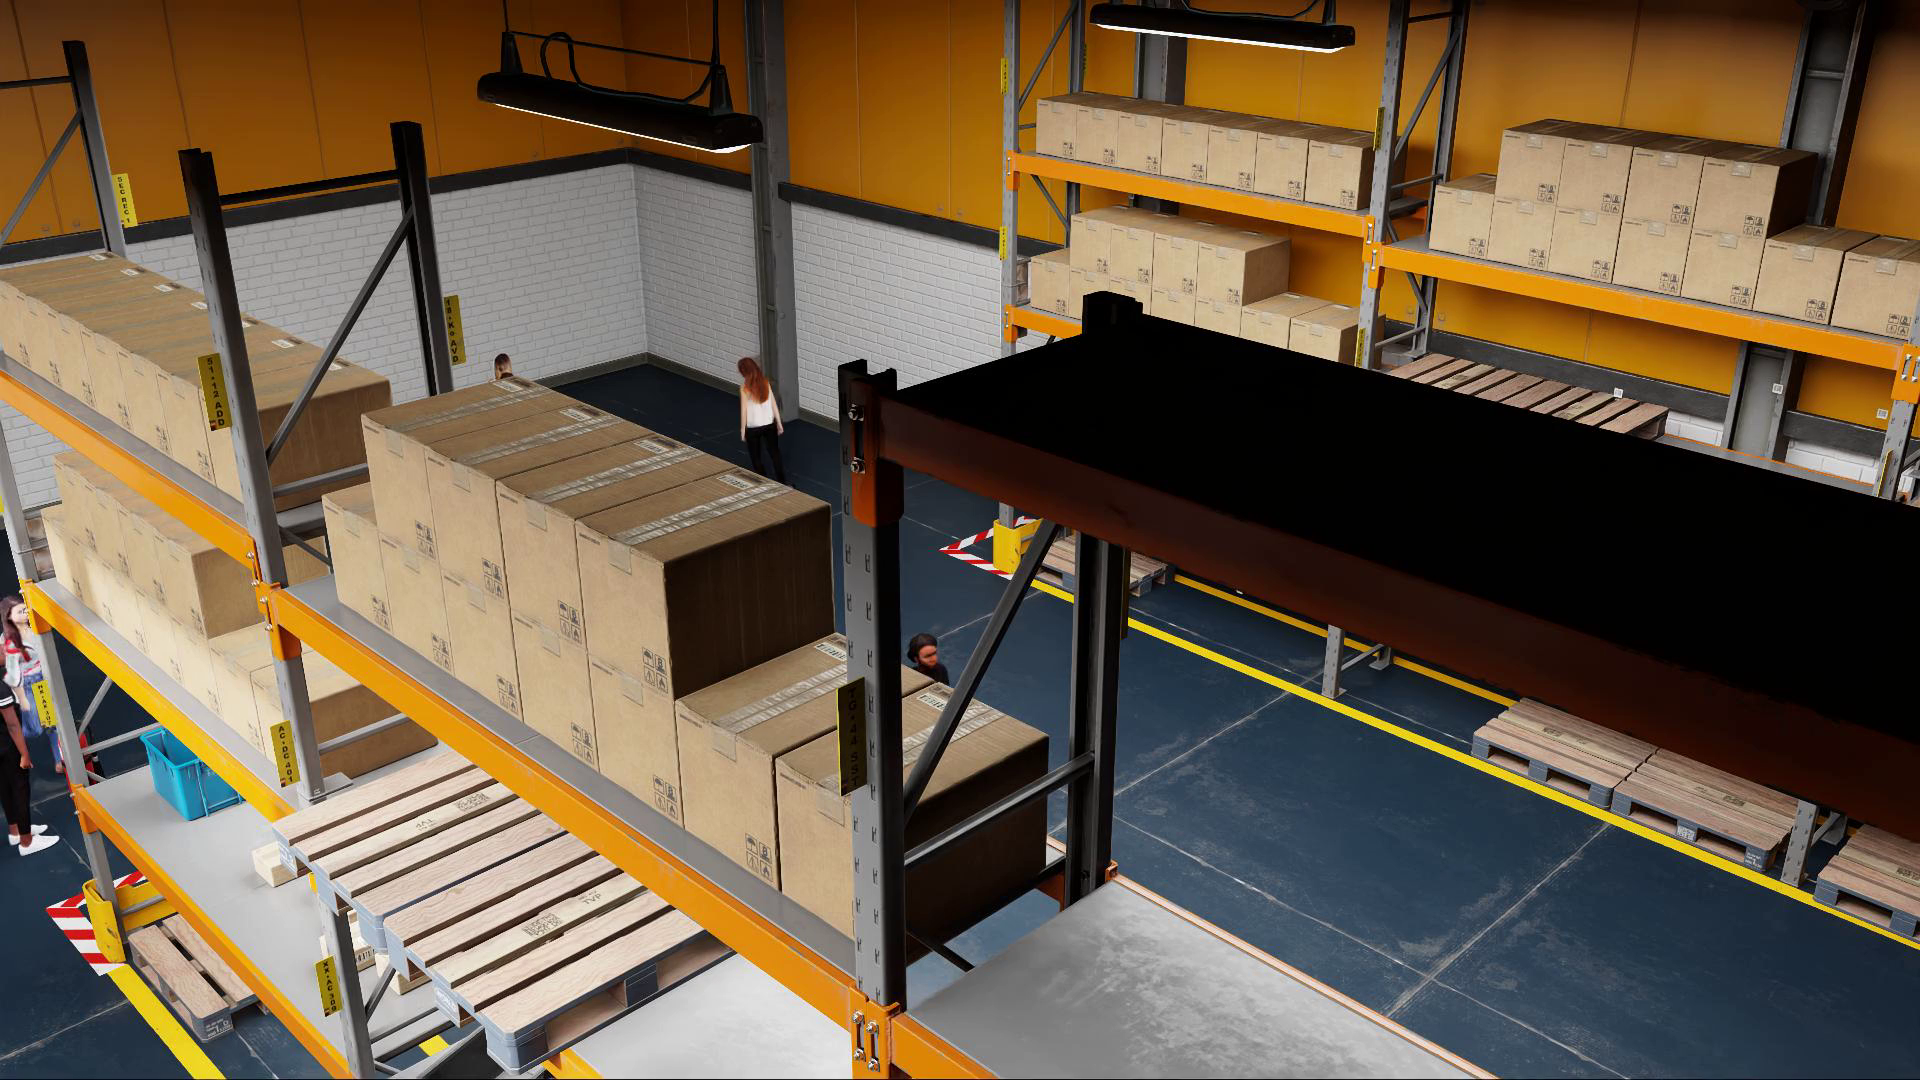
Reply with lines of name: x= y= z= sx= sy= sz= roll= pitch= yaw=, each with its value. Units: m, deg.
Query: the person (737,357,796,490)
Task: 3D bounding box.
person: x=-2.189 y=-1.261 z=18.833 sx=0.808 sy=1.685 sz=0.626 roll=-12 pitch=26 yaw=-25

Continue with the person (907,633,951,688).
person: x=-0.297 y=1.441 z=12.708 sx=0.610 sy=1.640 sz=1.087 roll=-20 pitch=31 yaw=-38

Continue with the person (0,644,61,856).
person: x=-7.109 y=1.529 z=12.395 sx=0.515 sy=1.729 sz=0.676 roll=17 pitch=29 yaw=34

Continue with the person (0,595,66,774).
person: x=-7.510 y=1.180 z=13.358 sx=0.989 sy=1.597 sz=0.848 roll=6 pitch=24 yaw=13
